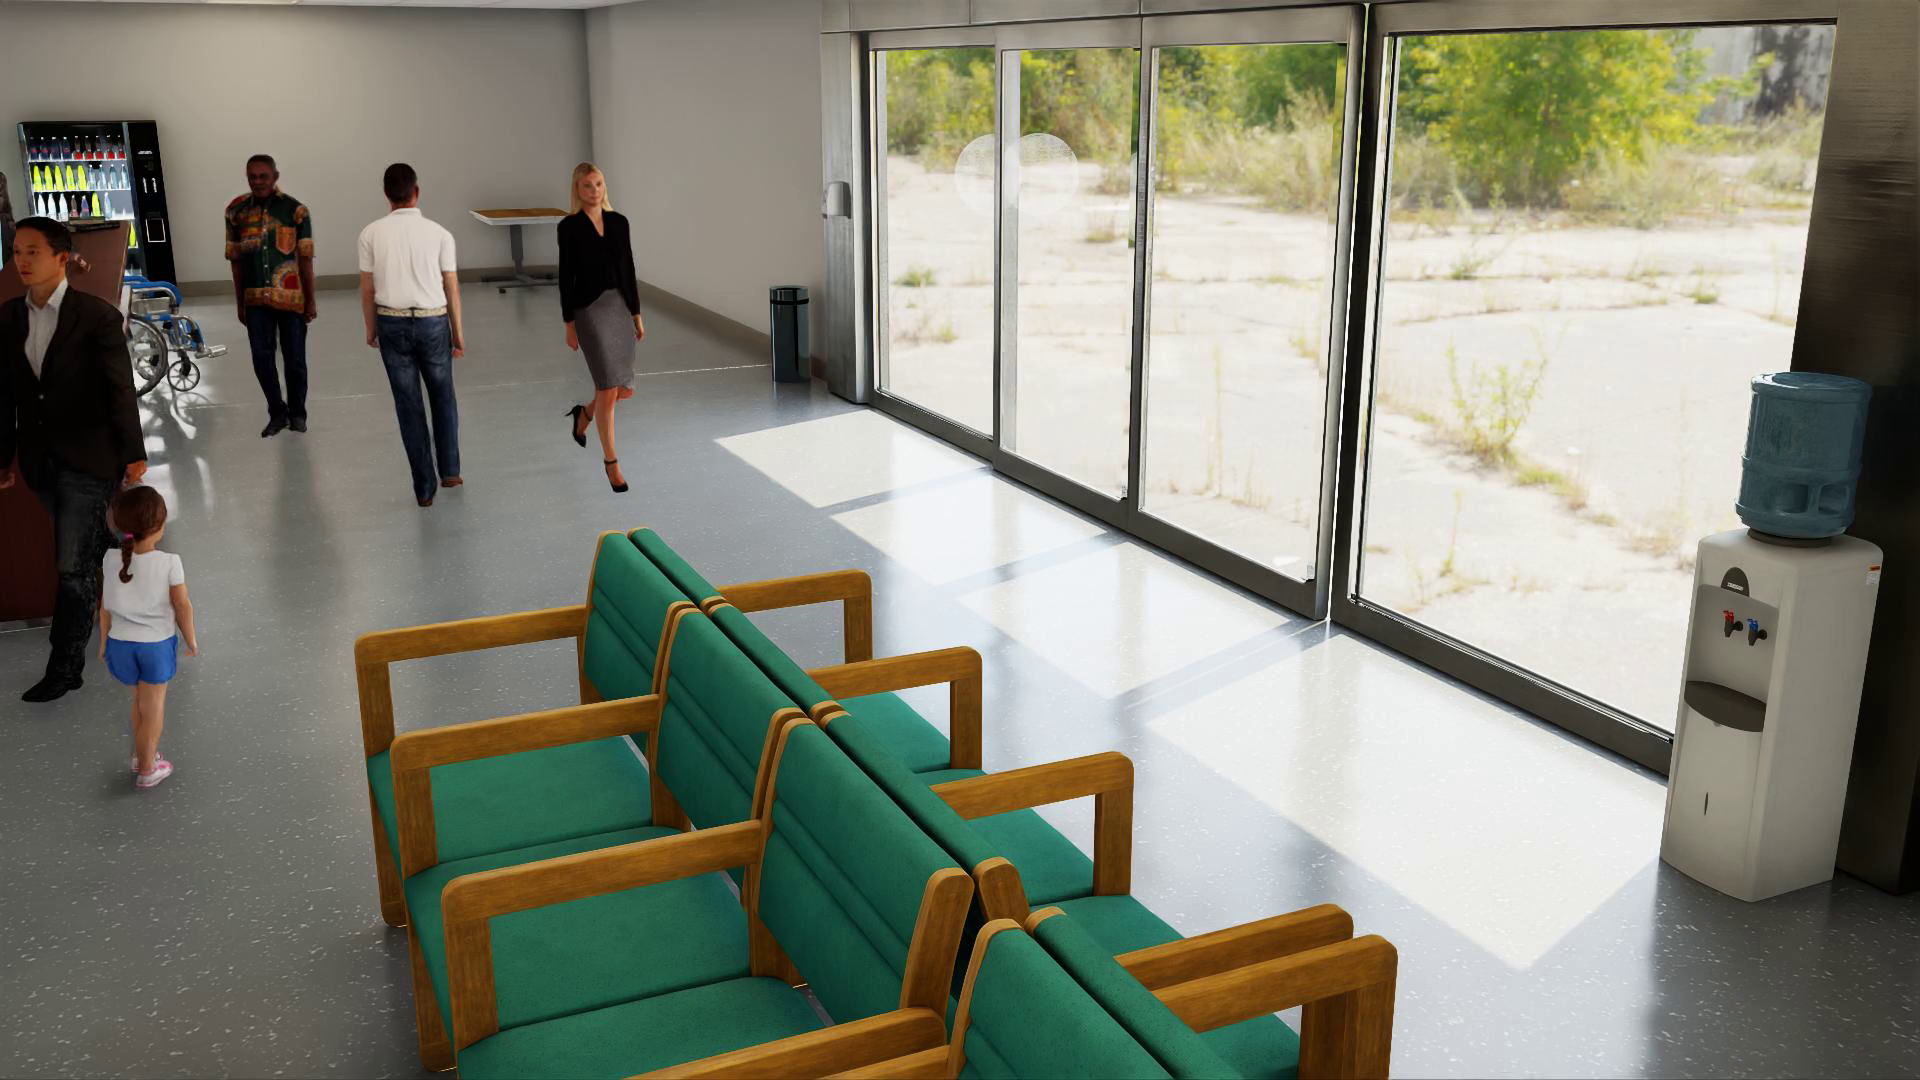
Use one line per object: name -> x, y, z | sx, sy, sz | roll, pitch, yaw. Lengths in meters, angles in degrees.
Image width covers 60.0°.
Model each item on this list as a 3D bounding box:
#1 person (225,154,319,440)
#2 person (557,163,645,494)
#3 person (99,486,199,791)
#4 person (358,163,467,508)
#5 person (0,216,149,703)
person -> -4.399, -1.572, 10.730 | 0.760, 1.790, 0.837 | -5, 17, -17
person -> -2.048, -1.174, 9.345 | 0.943, 1.816, 0.849 | -13, 21, -39
person -> -2.705, 0.343, 5.461 | 0.493, 1.004, 0.570 | -1, 16, -3
person -> -2.960, -1.087, 9.001 | 0.673, 1.836, 0.745 | -6, 17, -21
person -> -3.383, -0.331, 6.450 | 1.213, 1.765, 1.181 | 3, 16, 10
